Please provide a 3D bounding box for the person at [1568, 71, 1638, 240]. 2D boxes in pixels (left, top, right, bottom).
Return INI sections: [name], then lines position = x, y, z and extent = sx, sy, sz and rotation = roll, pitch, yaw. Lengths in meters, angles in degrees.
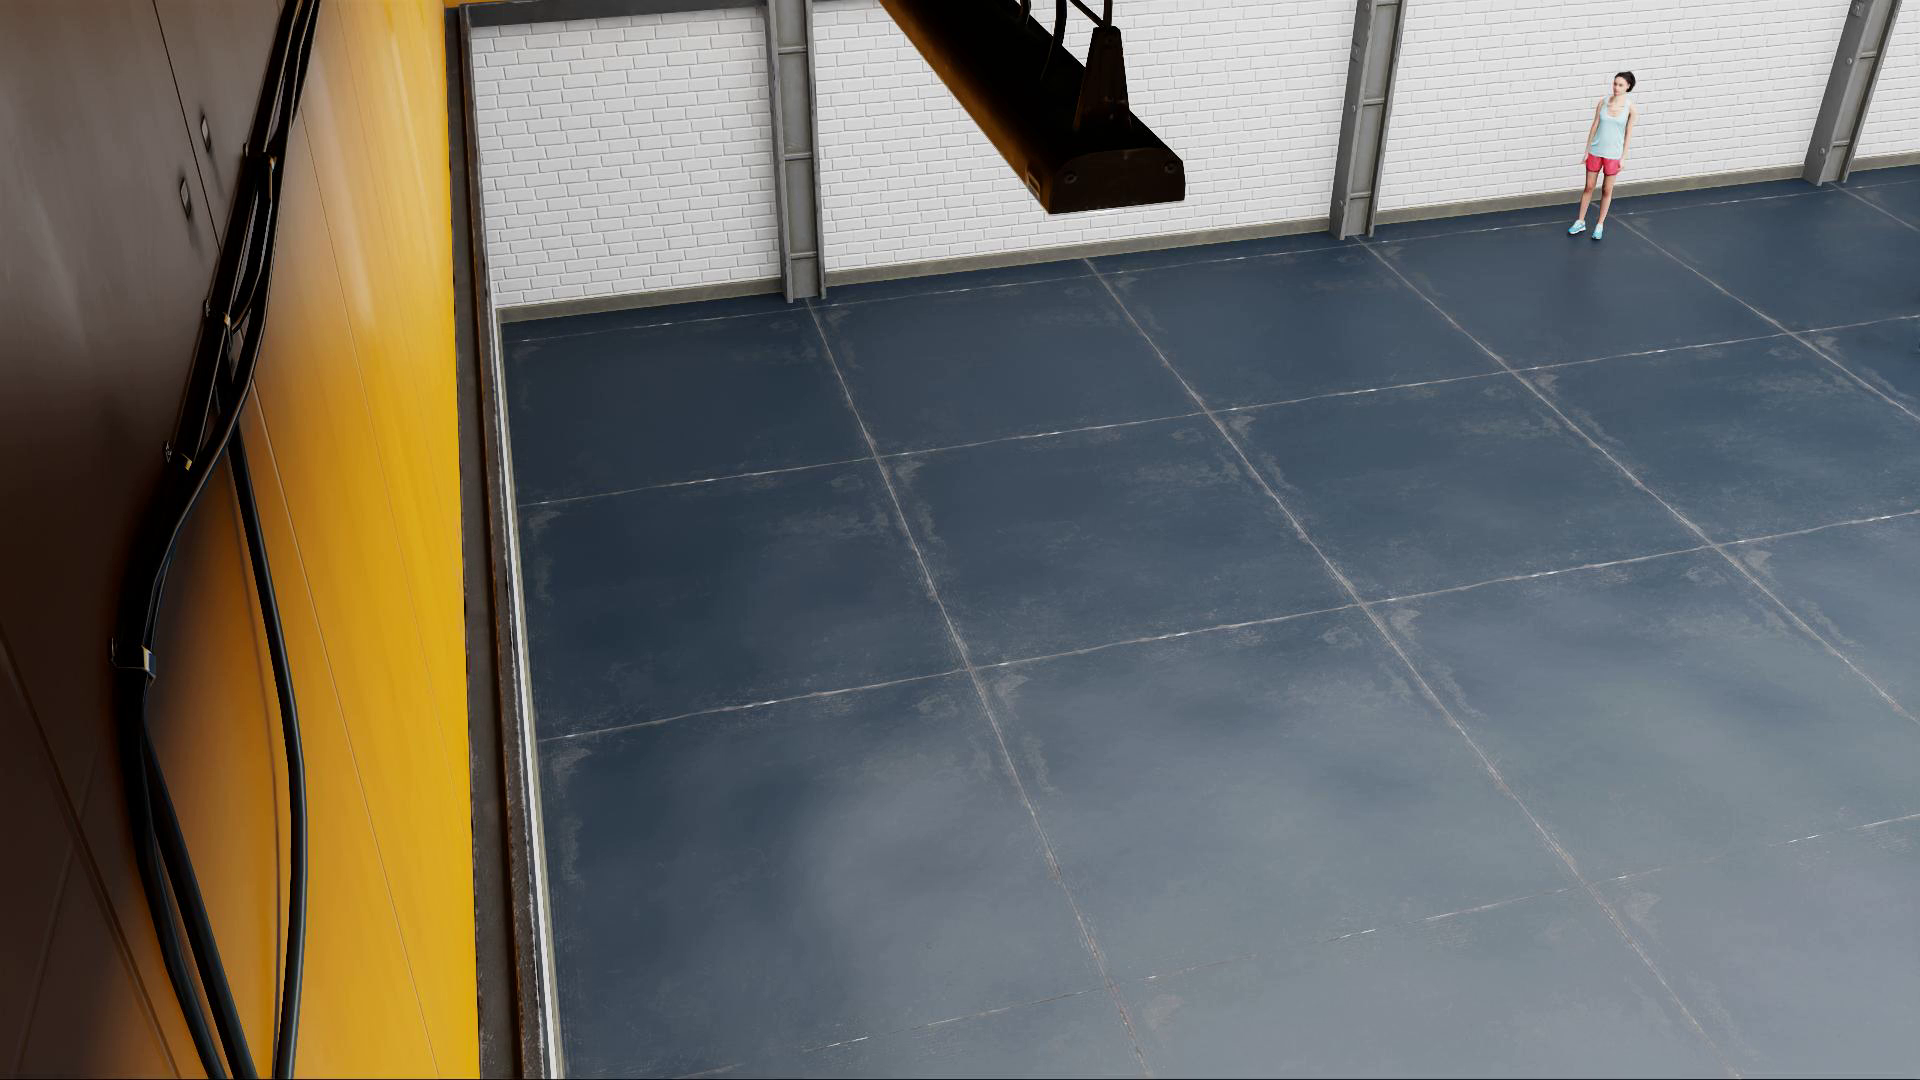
[person]
position = 6.792, -4.049, 17.496
extent = 0.702, 1.765, 0.752
rotation = 21, 39, 28
